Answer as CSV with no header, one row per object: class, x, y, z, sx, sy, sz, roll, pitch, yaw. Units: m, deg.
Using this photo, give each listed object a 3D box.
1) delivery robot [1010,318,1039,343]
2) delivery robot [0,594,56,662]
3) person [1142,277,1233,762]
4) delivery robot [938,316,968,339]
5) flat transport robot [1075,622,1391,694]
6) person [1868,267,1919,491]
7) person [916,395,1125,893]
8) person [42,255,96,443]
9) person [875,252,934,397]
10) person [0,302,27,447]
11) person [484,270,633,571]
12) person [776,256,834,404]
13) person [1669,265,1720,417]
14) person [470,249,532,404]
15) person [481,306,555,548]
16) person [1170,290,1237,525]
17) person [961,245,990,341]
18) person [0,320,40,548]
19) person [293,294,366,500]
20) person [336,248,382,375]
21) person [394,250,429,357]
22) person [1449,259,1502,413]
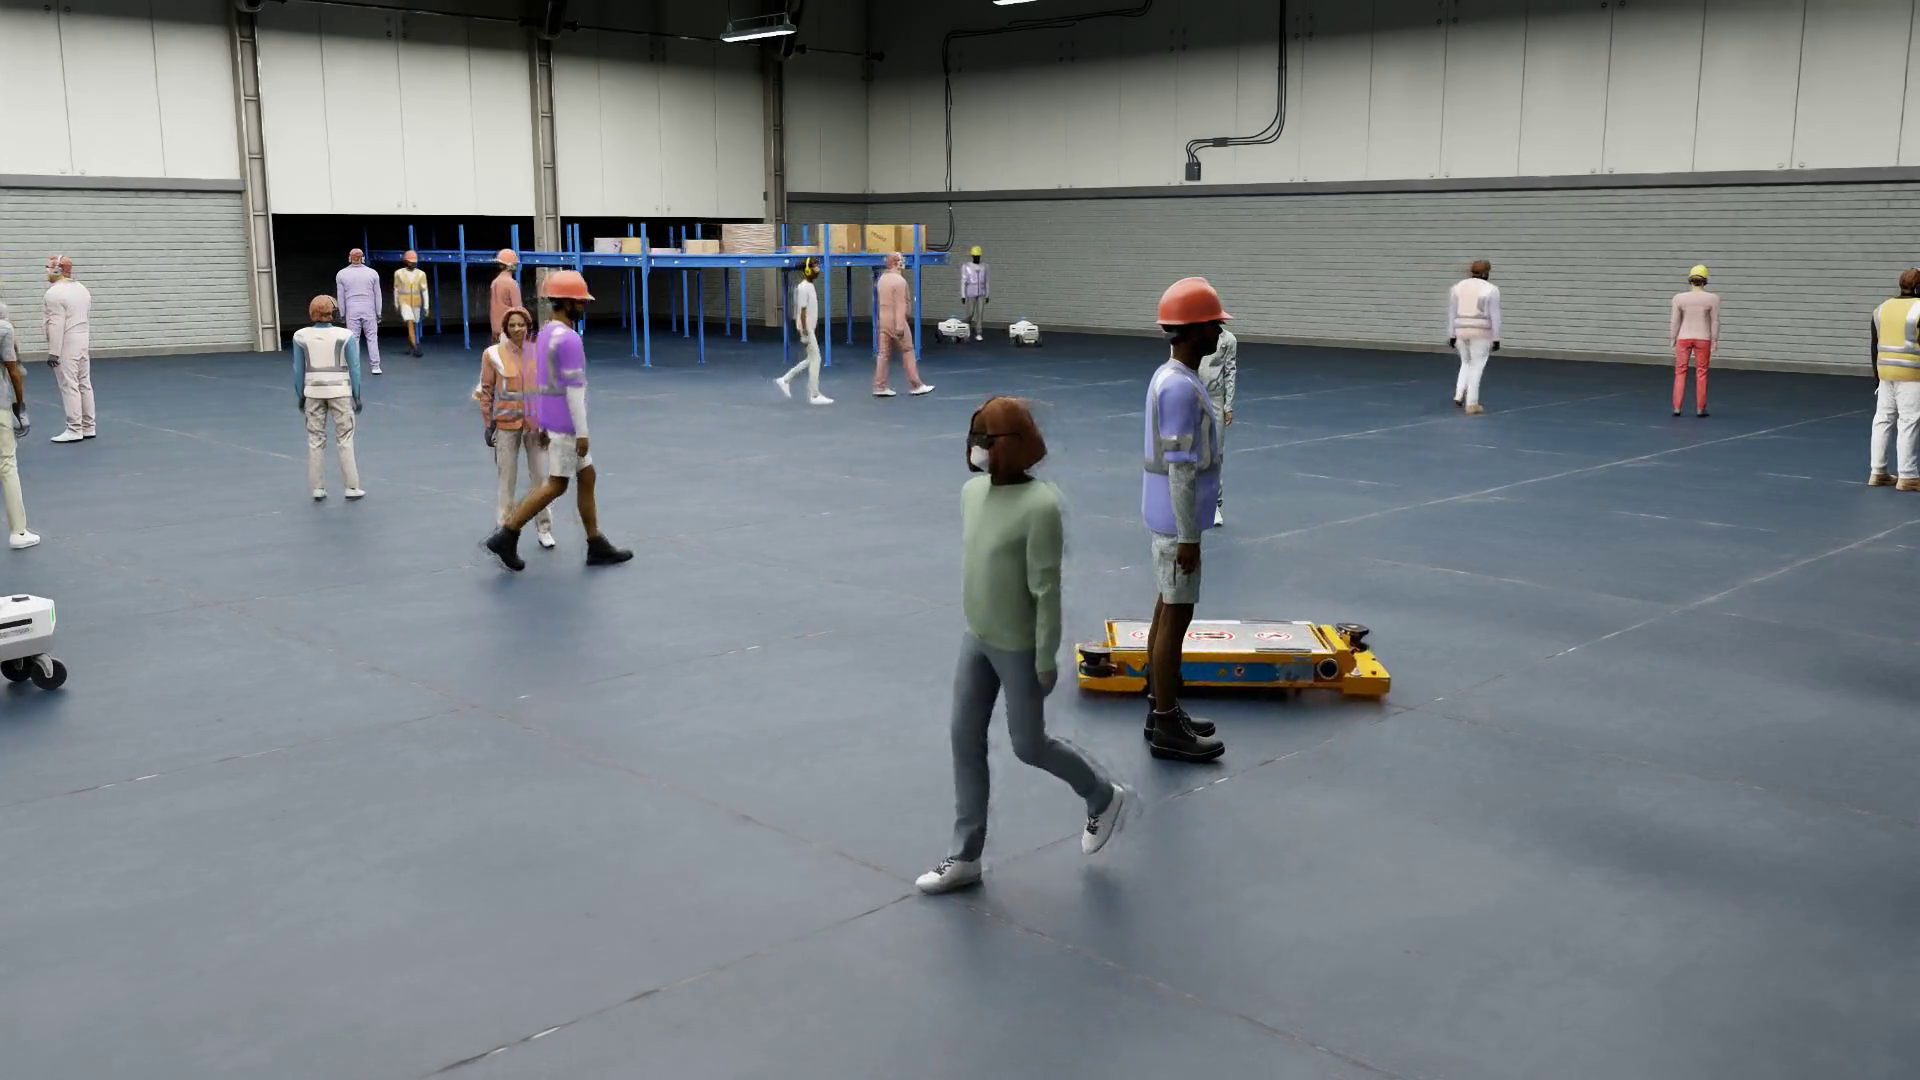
delivery robot,1.224,-4.004,31.774,0.477,0.478,0.707,-4,11,-21
delivery robot,-4.569,0.420,7.651,0.477,0.478,0.707,6,12,32
person,0.919,-0.091,6.792,0.350,1.942,0.545,1,10,3
delivery robot,-0.132,-4.162,32.637,0.477,0.478,0.707,-6,12,-28
flat transport robot,1.279,0.550,7.976,1.431,0.197,0.652,0,10,2
person,7.939,-1.354,13.954,0.430,1.845,0.620,-3,11,-15
person,0.205,0.325,5.436,0.704,1.612,0.504,-7,12,-33
person,-9.212,-1.975,17.149,0.409,1.913,0.648,0,10,0
person,-0.749,-2.835,21.938,0.838,1.875,0.673,-7,12,-32
person,-8.928,-1.587,15.291,0.505,1.818,0.985,-1,10,-7
person,-2.579,-0.750,10.519,0.917,1.906,0.555,-6,12,-28
person,-1.961,-2.646,20.975,0.636,1.851,0.528,0,10,-1
person,8.607,-2.320,19.503,0.545,1.770,0.458,5,12,27
person,-5.623,-2.609,20.509,0.989,1.956,0.612,-7,12,-33
person,-2.965,-0.759,11.260,0.522,1.639,0.306,-4,11,-21
person,1.769,-0.984,12.198,0.491,1.746,0.285,2,11,11
person,0.311,-5.000,33.667,0.587,1.910,0.573,-3,11,-16
person,-6.575,-0.870,11.237,0.511,1.872,0.328,-3,11,-14
person,-5.059,-1.140,13.343,0.522,1.638,0.310,-1,10,-4
person,-9.116,-3.465,25.288,0.641,1.908,0.409,-4,11,-20
person,-9.710,-4.184,29.378,0.557,1.866,1.028,-6,12,-30
person,6.180,-2.441,19.926,0.444,1.826,0.652,-9,14,-40
